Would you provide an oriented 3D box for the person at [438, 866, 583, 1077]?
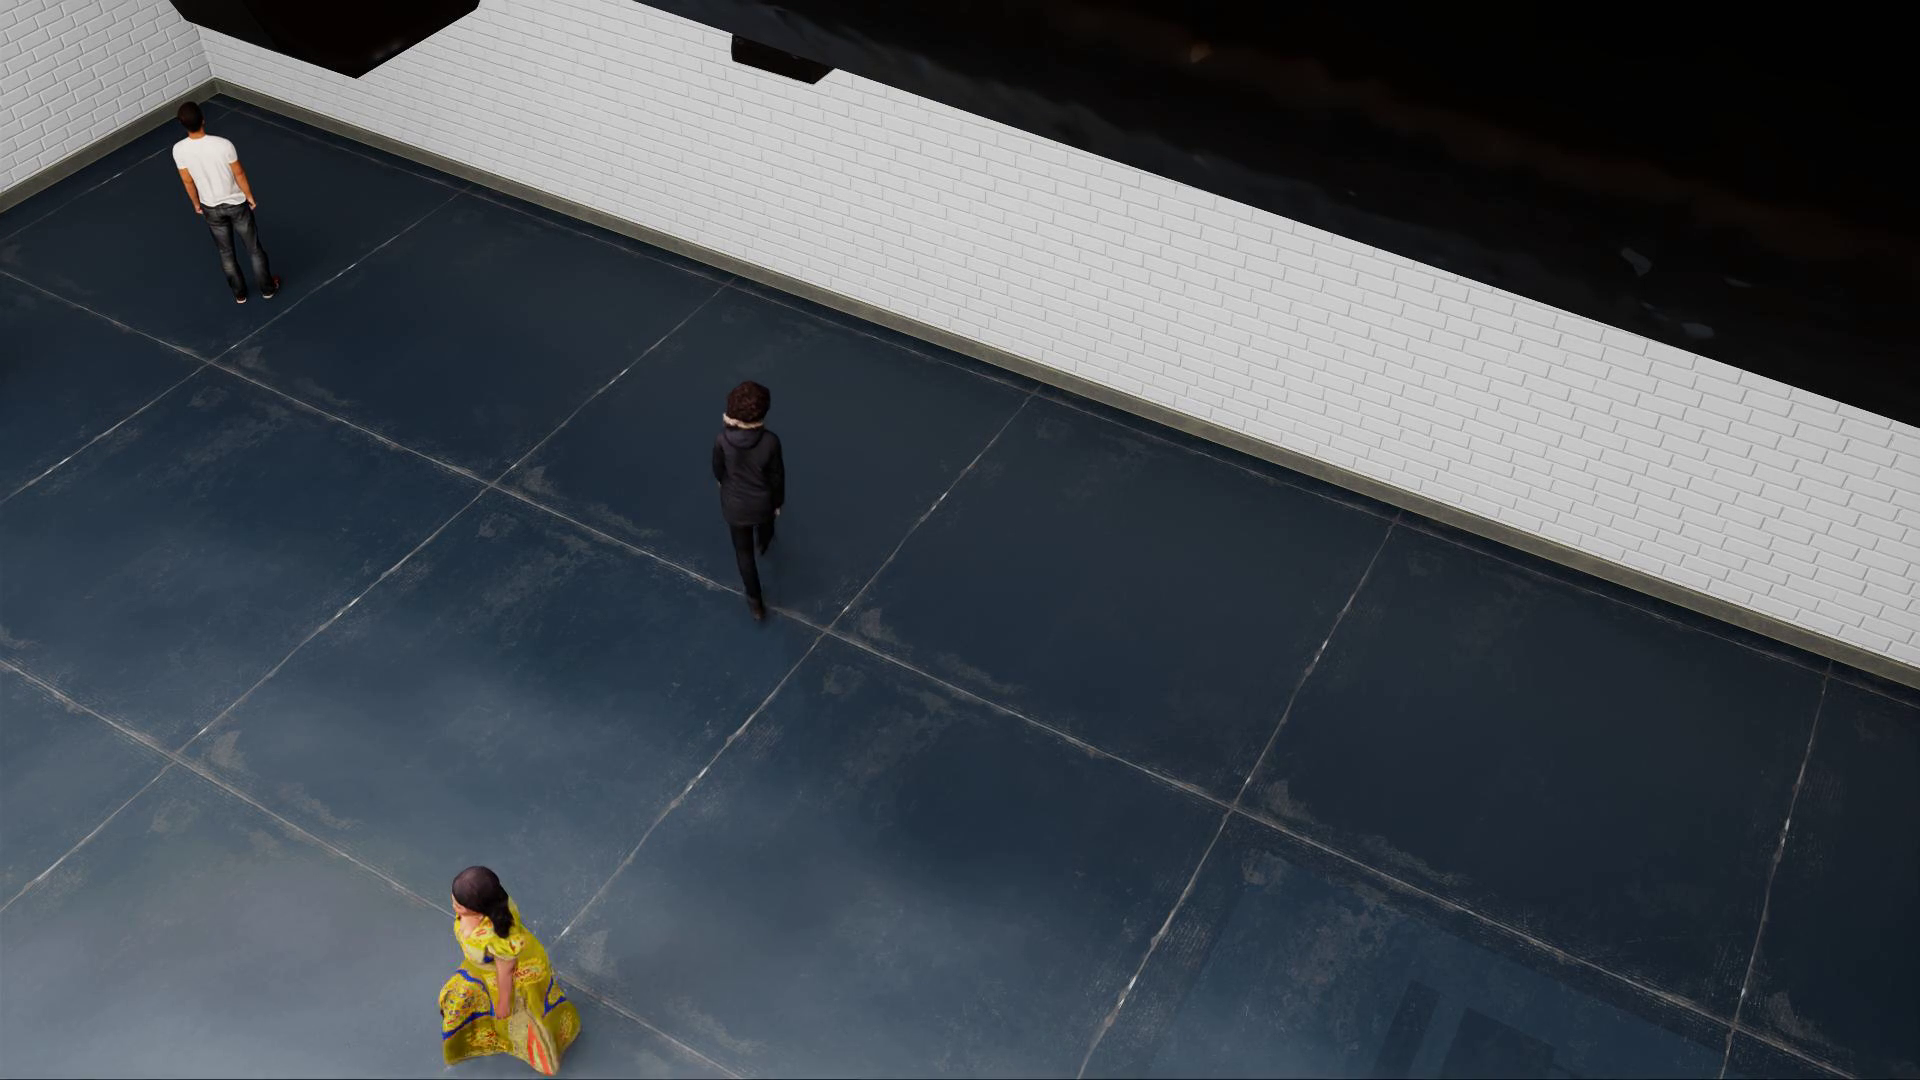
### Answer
[{"bbox_3d":[-2.258,2.161,8.568,1.050,1.646,0.915,-30,51,-28],"label":"person"}]

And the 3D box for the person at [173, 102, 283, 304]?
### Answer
[{"bbox_3d":[-6.034,-2.760,13.618,0.706,1.805,0.759,-9,44,-10],"label":"person"}]

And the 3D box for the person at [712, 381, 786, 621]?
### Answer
[{"bbox_3d":[-1.387,-0.211,10.997,1.071,1.720,1.209,-6,44,-6],"label":"person"}]
